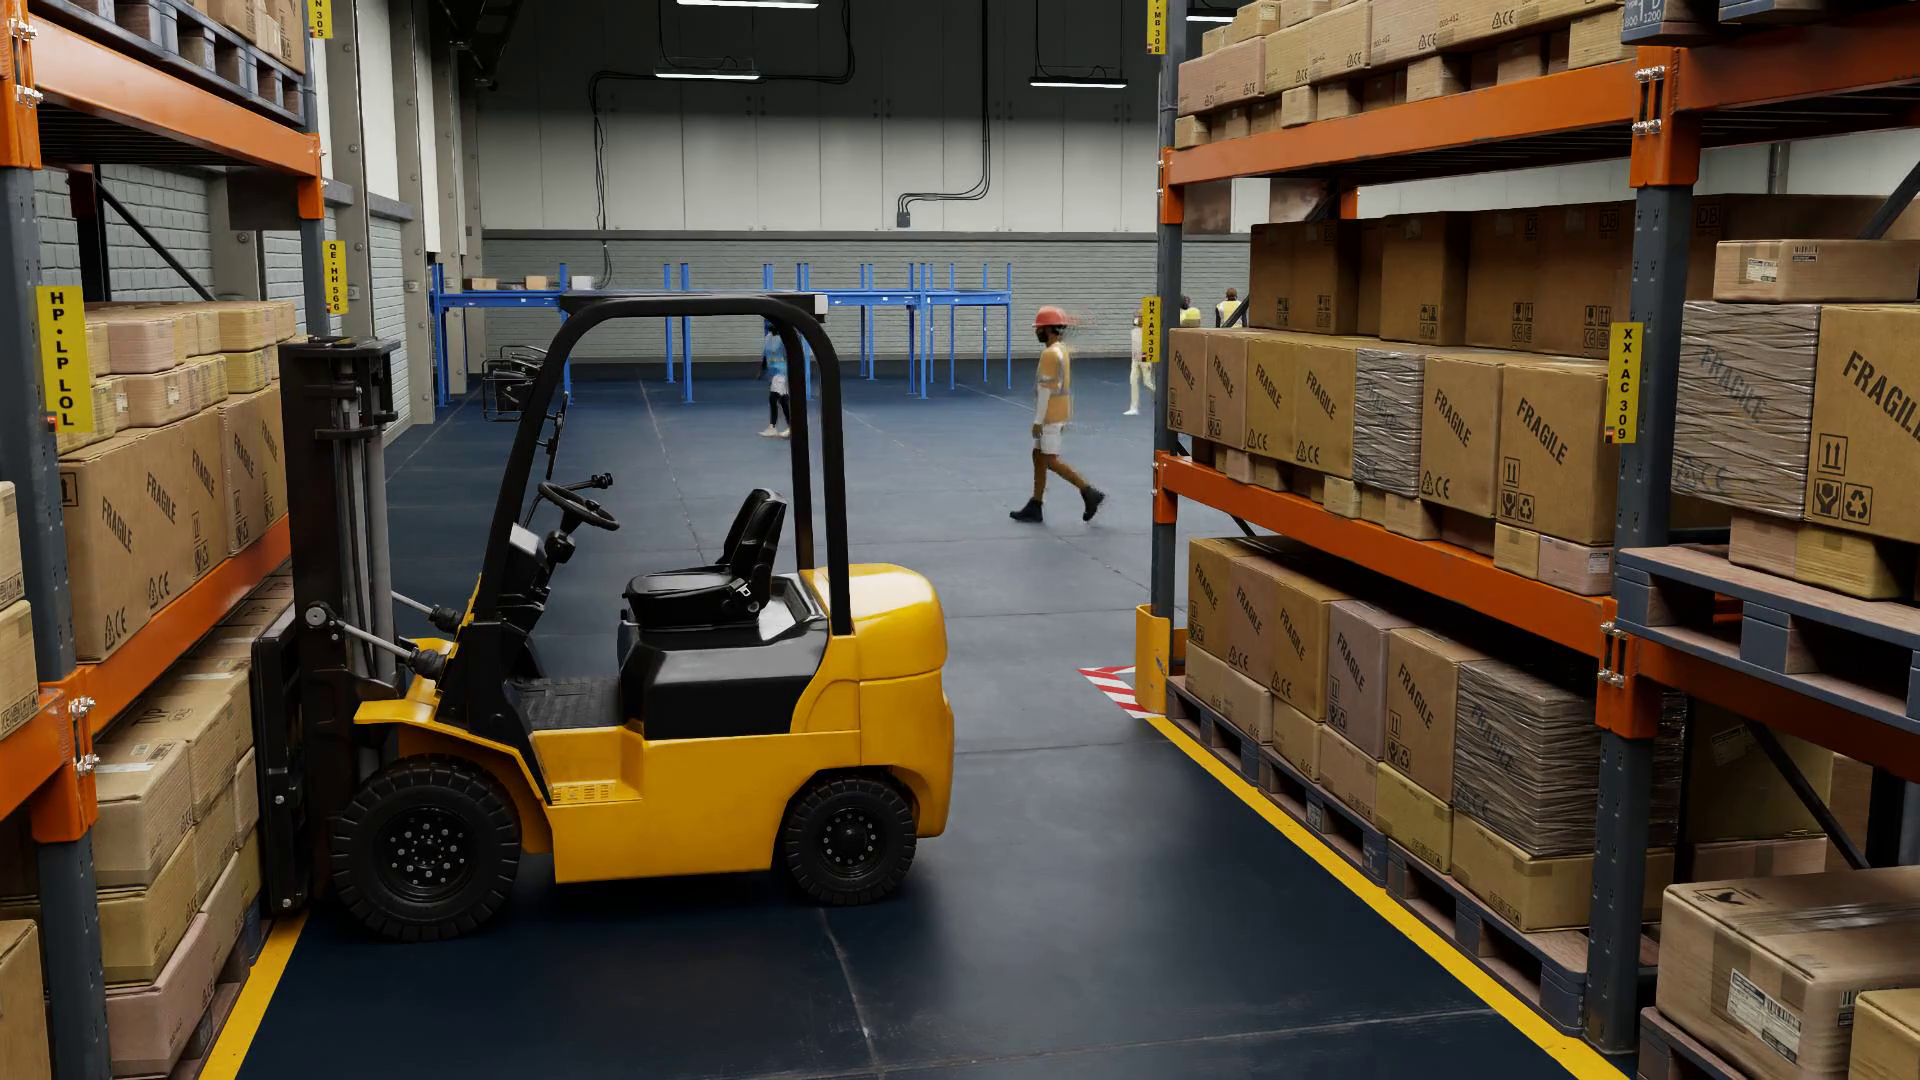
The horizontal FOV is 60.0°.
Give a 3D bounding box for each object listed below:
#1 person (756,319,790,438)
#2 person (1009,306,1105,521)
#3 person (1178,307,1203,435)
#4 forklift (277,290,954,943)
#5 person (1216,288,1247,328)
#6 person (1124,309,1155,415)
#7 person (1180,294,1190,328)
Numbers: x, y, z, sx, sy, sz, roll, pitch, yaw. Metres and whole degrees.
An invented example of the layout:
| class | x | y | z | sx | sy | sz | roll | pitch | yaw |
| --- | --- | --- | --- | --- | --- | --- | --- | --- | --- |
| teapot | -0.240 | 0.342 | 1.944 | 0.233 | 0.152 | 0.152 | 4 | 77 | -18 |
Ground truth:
| class | x | y | z | sx | sy | sz | roll | pitch | yaw |
| --- | --- | --- | --- | --- | --- | --- | --- | --- | --- |
| person | -2.465 | -2.161 | 21.845 | 0.744 | 1.671 | 0.549 | -5 | 11 | -30 |
| person | 0.865 | -1.101 | 14.662 | 0.798 | 1.915 | 0.547 | 2 | 9 | 11 |
| person | 3.050 | -2.244 | 22.209 | 0.491 | 1.719 | 0.734 | 7 | 12 | 36 |
| forklift | -1.179 | 0.175 | 6.143 | 2.313 | 2.155 | 1.214 | -2 | 10 | -12 |
| person | 5.359 | -4.053 | 32.849 | 0.627 | 1.847 | 0.429 | 2 | 10 | 14 |
| person | 2.833 | -2.725 | 25.441 | 0.648 | 1.616 | 0.501 | -7 | 12 | -38 |
| person | 3.560 | -3.125 | 27.282 | 0.687 | 1.817 | 0.629 | -9 | 13 | -42 |
